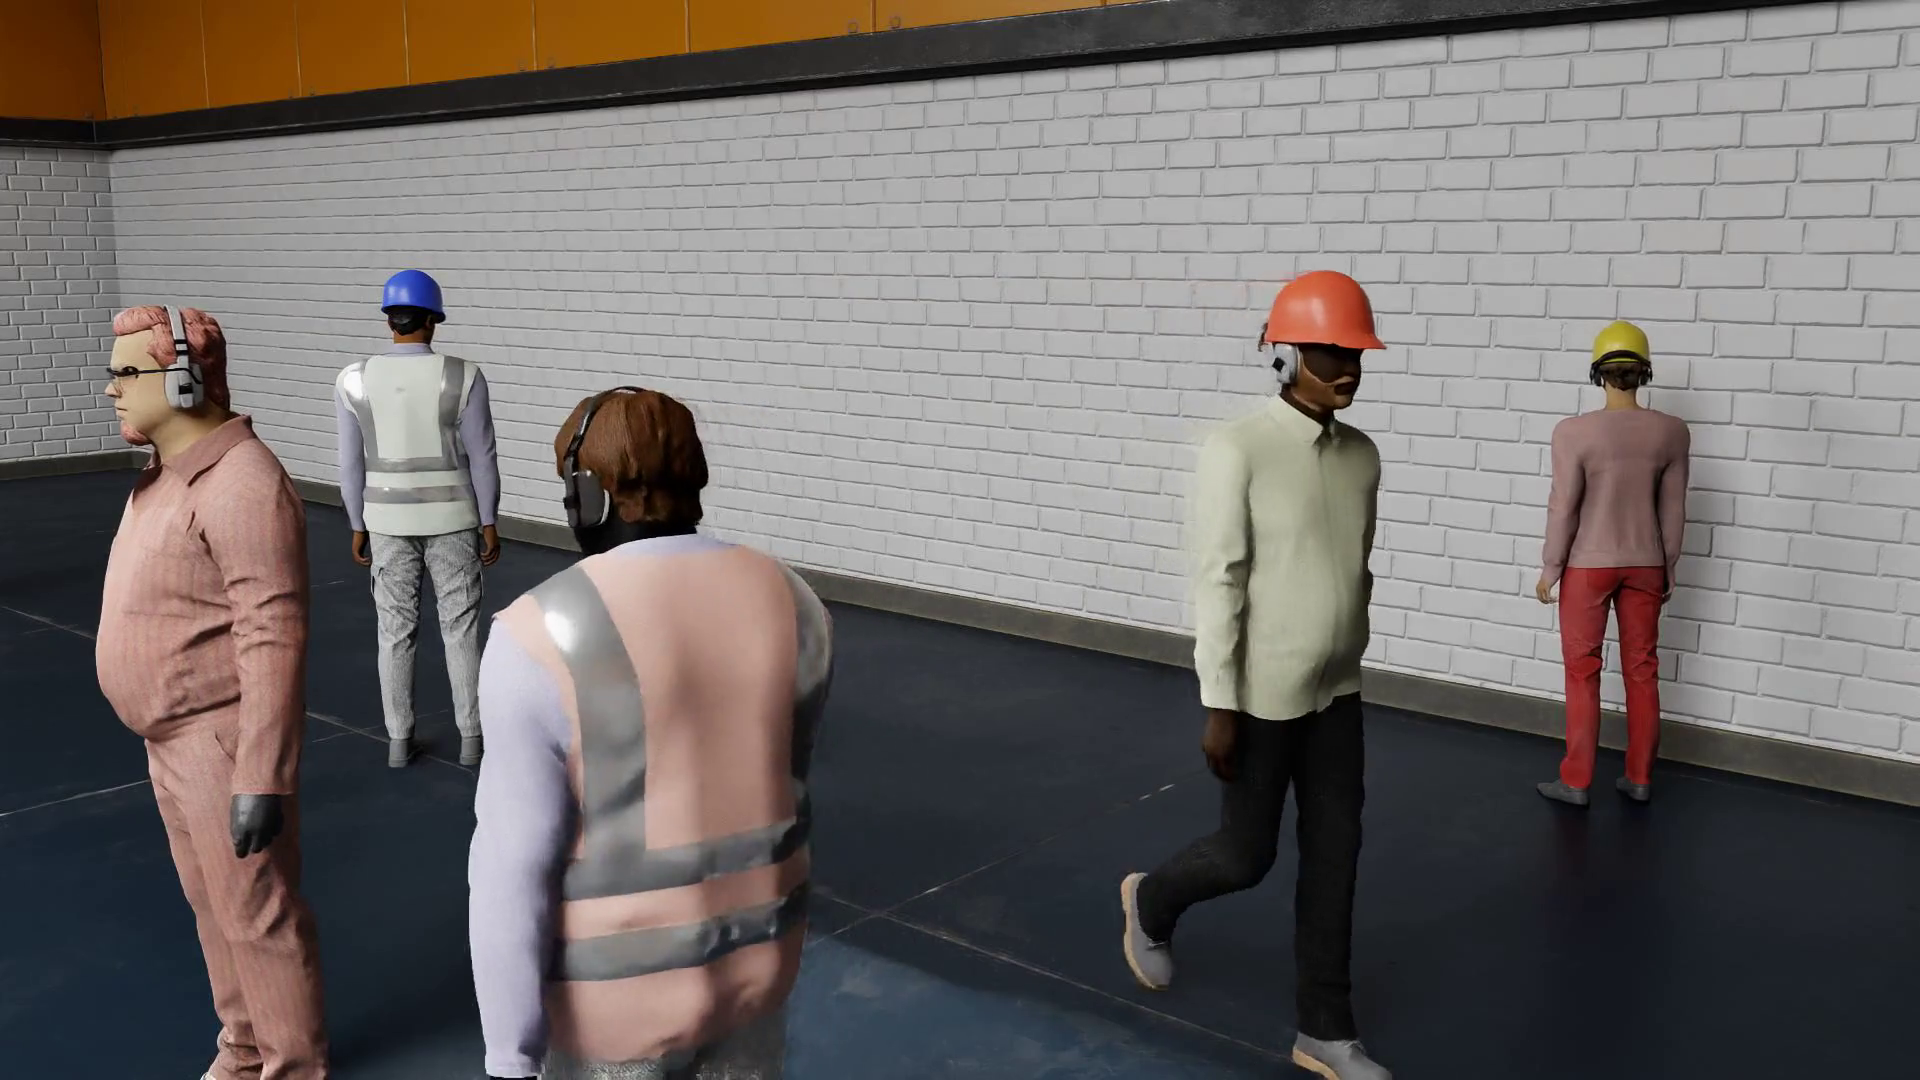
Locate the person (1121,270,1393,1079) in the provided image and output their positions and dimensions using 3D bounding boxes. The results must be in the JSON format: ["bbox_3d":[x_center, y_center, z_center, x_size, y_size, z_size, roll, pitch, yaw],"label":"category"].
[{"bbox_3d":[0.756,0.331,4.092,0.623,1.978,0.766,-7,12,-34],"label":"person"}]

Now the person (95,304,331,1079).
[{"bbox_3d":[-1.634,0.449,3.610,0.401,1.906,0.651,-8,13,-39],"label":"person"}]

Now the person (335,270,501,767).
[{"bbox_3d":[-2.089,-0.072,6.486,0.604,1.938,0.402,-1,10,-3],"label":"person"}]

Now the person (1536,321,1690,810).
[{"bbox_3d":[2.344,0.097,6.016,0.534,1.766,0.316,-1,10,-8],"label":"person"}]

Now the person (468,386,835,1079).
[{"bbox_3d":[-0.476,0.678,2.572,0.653,1.816,0.510,-9,13,-42],"label":"person"}]
